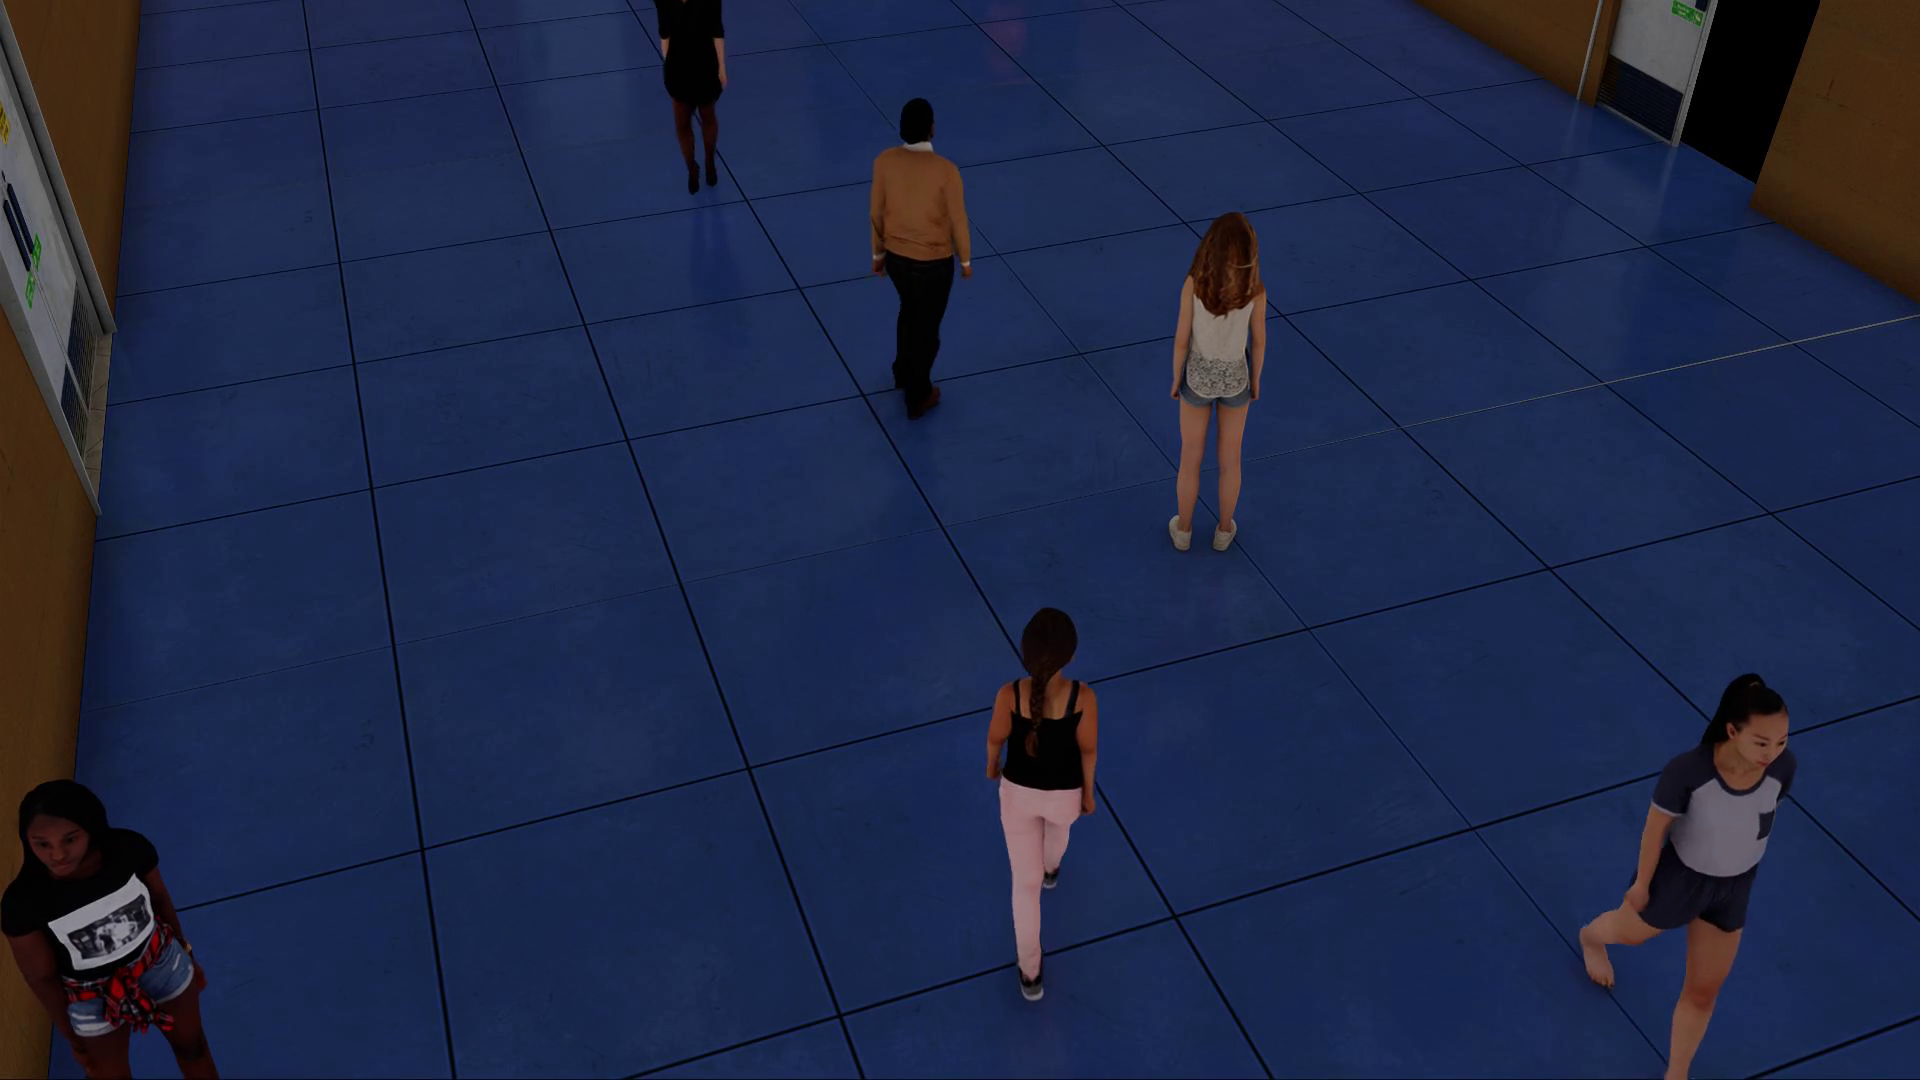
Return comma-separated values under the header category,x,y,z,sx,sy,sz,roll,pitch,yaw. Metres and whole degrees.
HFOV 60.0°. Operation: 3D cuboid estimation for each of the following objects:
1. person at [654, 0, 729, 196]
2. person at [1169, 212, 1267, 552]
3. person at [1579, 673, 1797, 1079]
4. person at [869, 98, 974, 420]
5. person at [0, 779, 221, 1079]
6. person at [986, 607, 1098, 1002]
category,x,y,z,sx,sy,sz,roll,pitch,yaw
person,-1.757,-3.163,11.058,0.674,1.689,0.740,-4,37,-5
person,1.191,-0.702,7.735,0.590,1.759,0.703,3,37,4
person,2.364,1.075,5.490,1.050,1.611,0.880,-2,37,-2
person,-0.251,-1.413,8.698,0.817,1.740,0.870,19,41,23
person,-2.511,1.362,5.012,0.780,1.726,0.686,27,45,31
person,0.280,0.935,5.752,1.024,1.521,0.831,0,37,0
